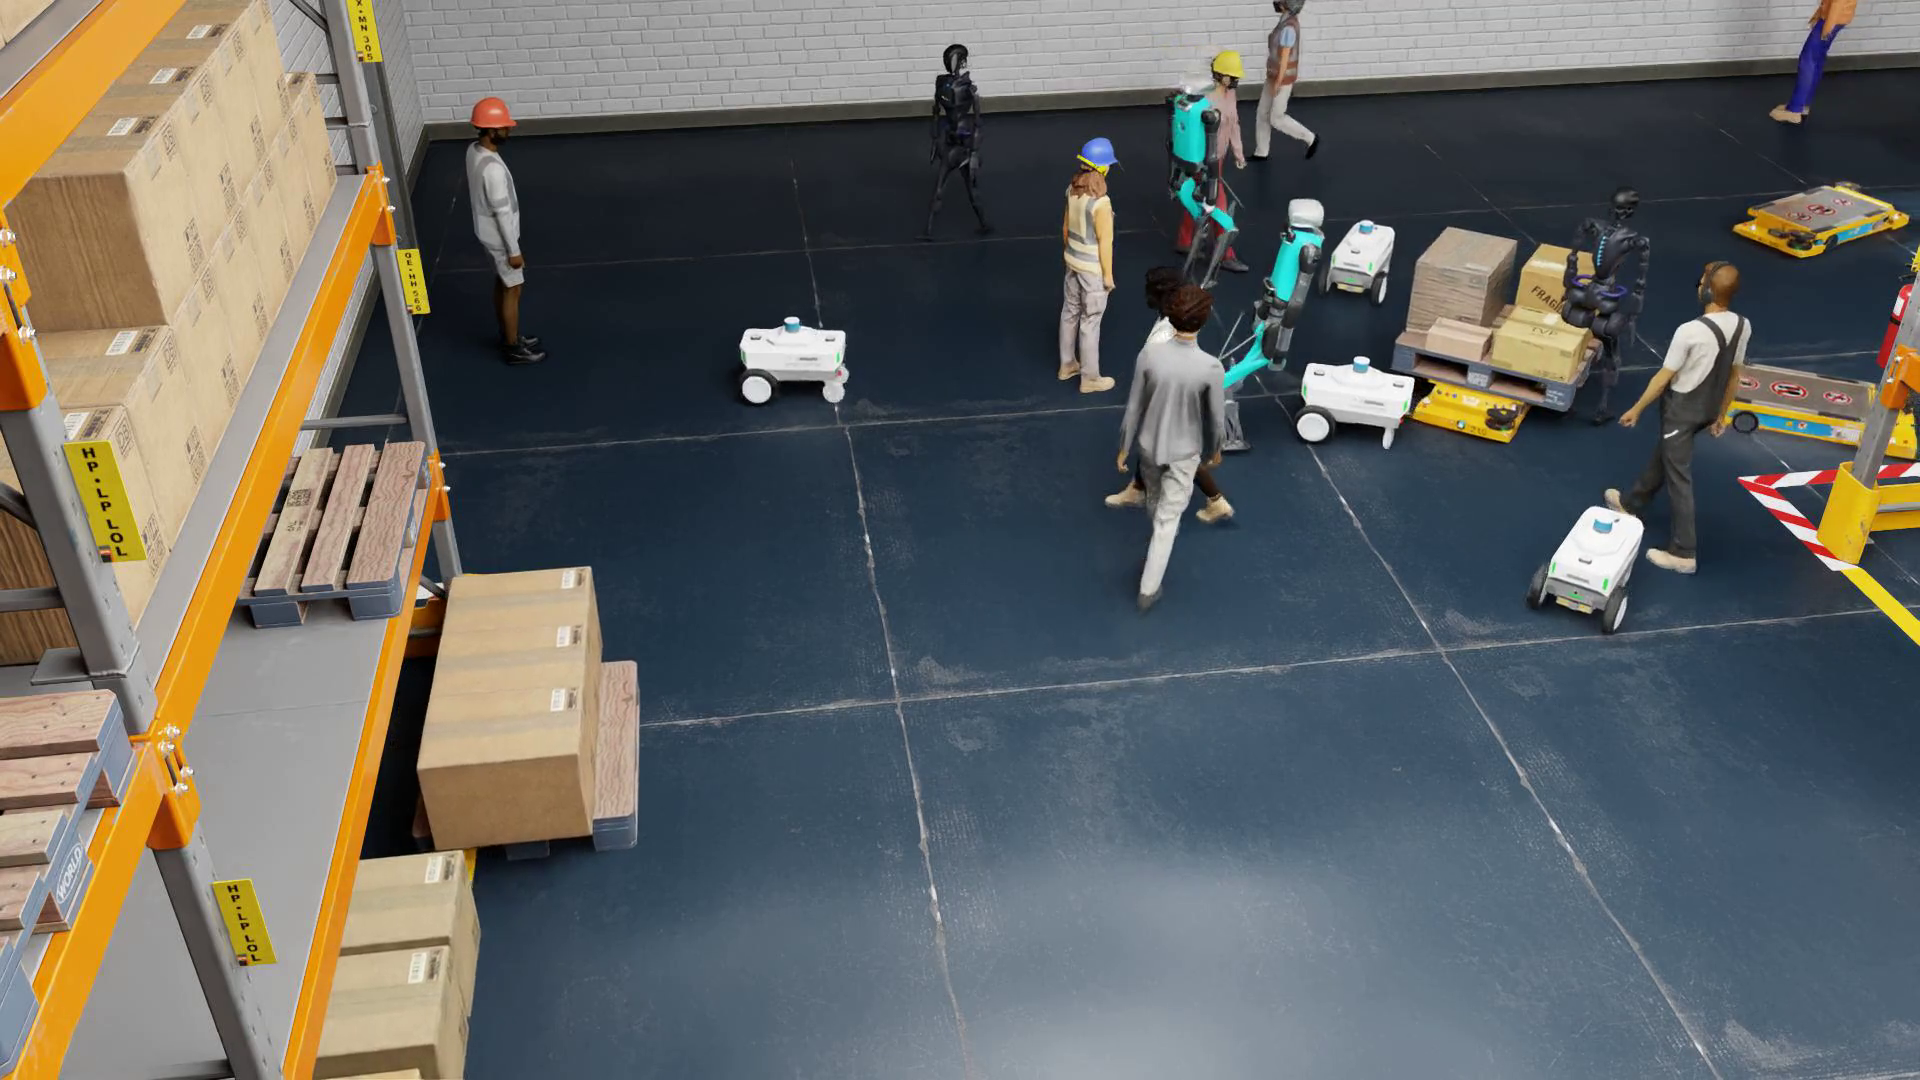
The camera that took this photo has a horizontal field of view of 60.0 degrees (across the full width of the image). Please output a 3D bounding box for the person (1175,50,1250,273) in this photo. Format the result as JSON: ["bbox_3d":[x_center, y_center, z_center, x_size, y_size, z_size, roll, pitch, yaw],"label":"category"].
[{"bbox_3d":[2.073,-2.965,13.051,0.835,1.728,0.538,19,38,26],"label":"person"}]

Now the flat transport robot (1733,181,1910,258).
[{"bbox_3d":[7.254,-2.693,13.979,1.431,0.231,0.659,-18,37,-26],"label":"flat transport robot"}]

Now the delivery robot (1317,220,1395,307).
[{"bbox_3d":[3.128,-2.195,12.944,0.499,0.583,0.768,15,36,22],"label":"delivery robot"}]

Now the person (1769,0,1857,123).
[{"bbox_3d":[8.334,-5.027,16.003,0.466,1.970,0.549,20,38,28],"label":"person"}]

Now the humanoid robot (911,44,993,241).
[{"bbox_3d":[-0.027,-3.189,13.494,0.761,1.629,0.589,-27,42,-35],"label":"humanoid robot"}]

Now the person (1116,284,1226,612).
[{"bbox_3d":[1.205,-0.562,9.260,0.548,1.851,0.958,14,36,20],"label":"person"}]

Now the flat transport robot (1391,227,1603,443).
[{"bbox_3d":[3.701,-1.124,11.575,0.659,0.231,1.431,18,37,25],"label":"flat transport robot"}]

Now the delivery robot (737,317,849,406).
[{"bbox_3d":[-1.153,-1.259,11.507,0.774,0.581,0.499,1,33,2],"label":"delivery robot"}]

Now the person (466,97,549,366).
[{"bbox_3d":[-3.182,-2.143,11.624,0.390,1.927,0.548,-17,37,-24],"label":"person"}]

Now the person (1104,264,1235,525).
[{"bbox_3d":[1.310,-0.850,9.872,0.784,1.661,0.532,6,34,9],"label":"person"}]

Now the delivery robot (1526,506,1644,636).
[{"bbox_3d":[3.570,0.144,9.388,0.499,0.614,0.817,21,38,28],"label":"delivery robot"}]

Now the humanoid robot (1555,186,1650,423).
[{"bbox_3d":[4.198,-1.548,10.933,0.370,1.656,0.594,-27,42,-35],"label":"humanoid robot"}]

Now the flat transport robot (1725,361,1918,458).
[{"bbox_3d":[5.664,-0.906,11.241,1.431,0.231,0.659,13,35,19],"label":"flat transport robot"}]

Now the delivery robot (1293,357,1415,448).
[{"bbox_3d":[2.593,-0.930,11.028,0.780,0.608,0.519,10,35,16],"label":"delivery robot"}]

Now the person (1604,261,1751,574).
[{"bbox_3d":[4.158,-0.728,9.582,0.595,1.807,0.878,-16,36,-22],"label":"person"}]

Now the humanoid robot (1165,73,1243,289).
[{"bbox_3d":[1.897,-2.705,12.681,0.755,1.789,0.575,-21,38,-28],"label":"humanoid robot"}]

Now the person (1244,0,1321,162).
[{"bbox_3d":[2.949,-4.176,14.968,0.627,1.663,0.447,0,33,0],"label":"person"}]

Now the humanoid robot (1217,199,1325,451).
[{"bbox_3d":[1.816,-1.250,10.494,0.792,1.838,0.547,-3,33,-4],"label":"humanoid robot"}]

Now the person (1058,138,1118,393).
[{"bbox_3d":[0.890,-1.874,11.343,0.325,1.775,0.481,-19,38,-26],"label":"person"}]
